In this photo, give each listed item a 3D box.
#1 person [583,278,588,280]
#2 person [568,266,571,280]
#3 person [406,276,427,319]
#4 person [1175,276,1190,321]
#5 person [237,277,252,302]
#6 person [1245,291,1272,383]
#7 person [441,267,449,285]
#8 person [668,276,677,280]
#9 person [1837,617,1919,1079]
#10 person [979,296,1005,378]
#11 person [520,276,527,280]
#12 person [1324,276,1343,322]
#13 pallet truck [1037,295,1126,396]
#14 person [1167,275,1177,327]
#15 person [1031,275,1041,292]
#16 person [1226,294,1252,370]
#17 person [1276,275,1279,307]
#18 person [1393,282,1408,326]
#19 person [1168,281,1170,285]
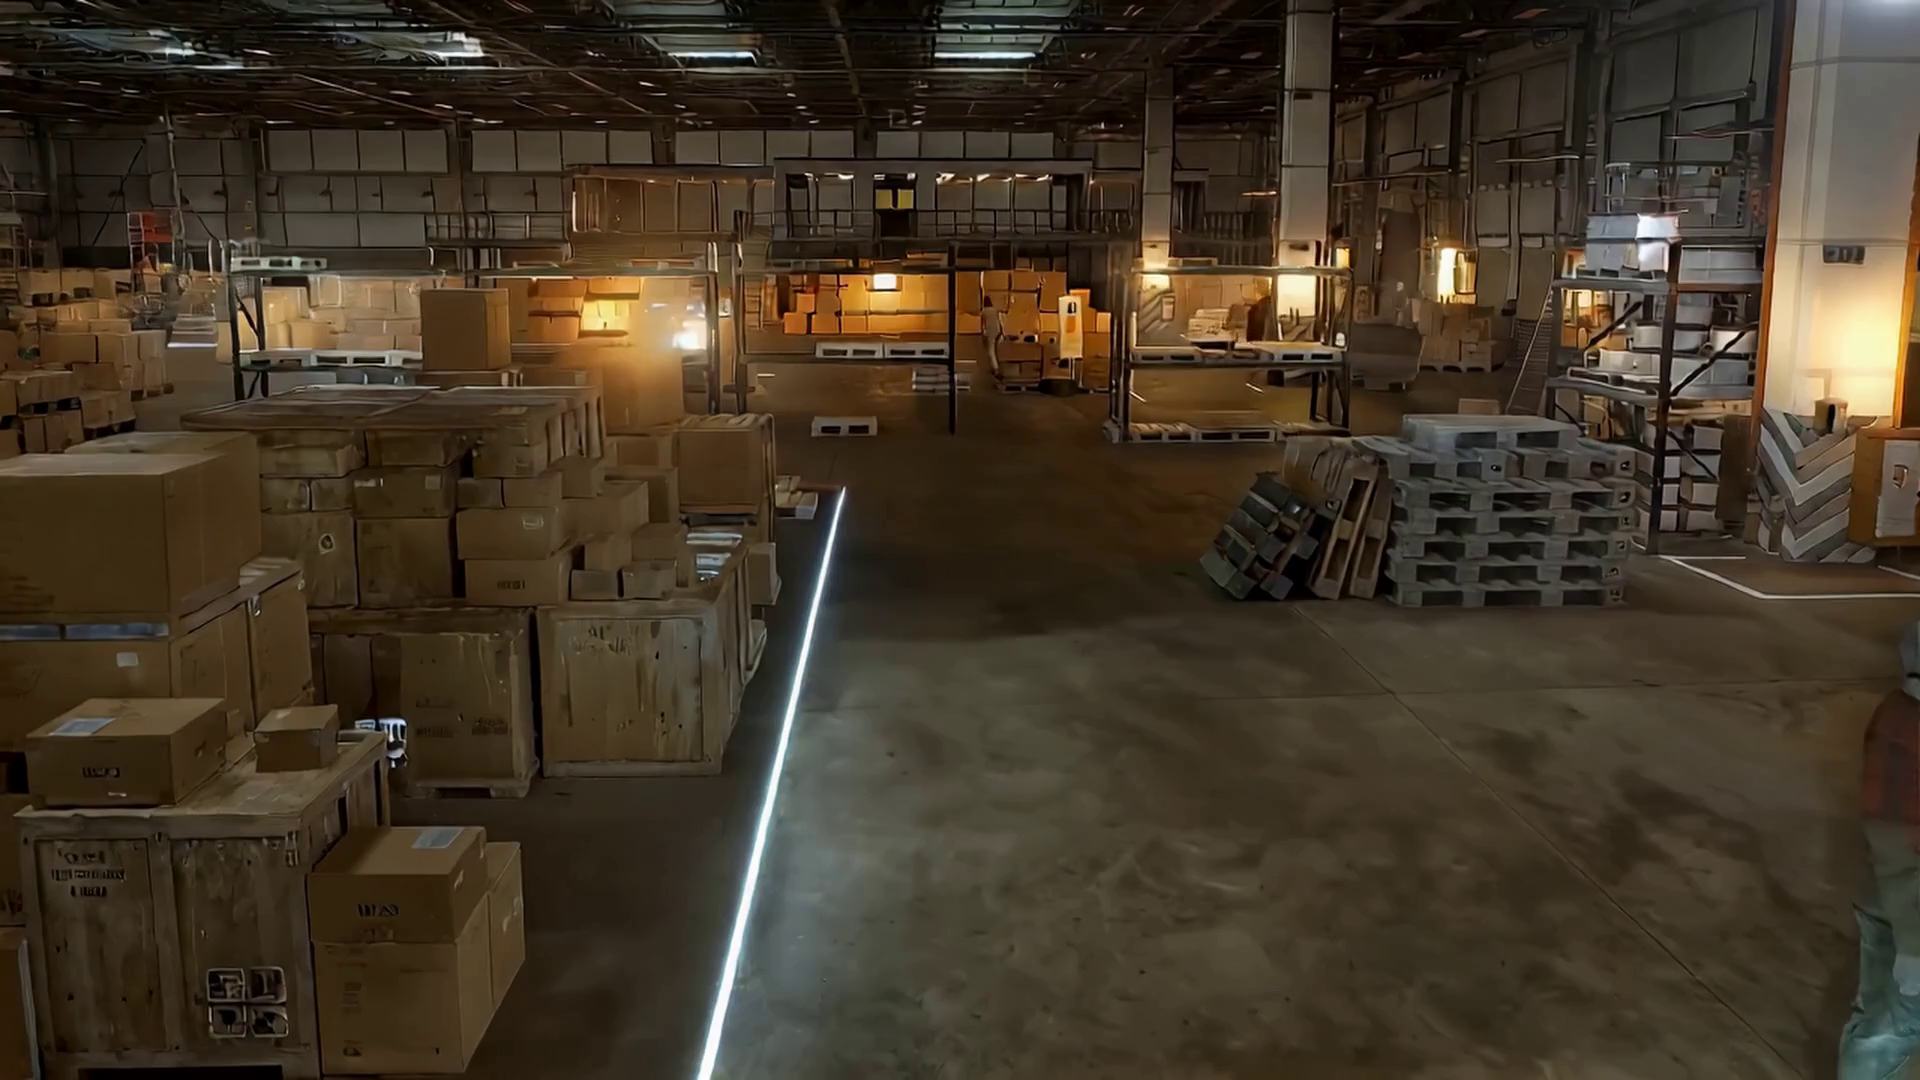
[{"bbox_3d":[-11.640,-7.237,52.088,1.035,1.881,0.640,-1,10,-4],"label":"person"},{"bbox_3d":[-17.858,-11.616,76.338,0.589,1.930,0.356,-9,14,-42],"label":"person"},{"bbox_3d":[-17.882,-7.821,54.891,0.684,2.000,1.036,3,11,15],"label":"person"},{"bbox_3d":[8.428,-9.281,63.925,0.916,1.723,0.538,10,14,43],"label":"person"},{"bbox_3d":[-26.232,-8.775,61.102,0.532,1.724,0.900,2,10,9],"label":"person"},{"bbox_3d":[6.470,-4.387,35.940,0.635,1.970,0.474,4,11,20],"label":"person"},{"bbox_3d":[-22.984,-11.234,74.340,0.342,1.882,0.587,-8,13,-37],"label":"person"},{"bbox_3d":[-9.117,-7.432,52.736,0.640,2.030,0.533,-5,11,-24],"label":"person"},{"bbox_3d":[2.943,1.157,5.155,0.361,1.938,0.635,5,12,28],"label":"person"},{"bbox_3d":[0.729,-4.549,37.269,0.539,1.831,0.896,-4,11,-20],"label":"person"},{"bbox_3d":[-14.958,-8.154,57.046,0.553,1.936,0.370,-2,10,-9],"label":"person"},{"bbox_3d":[12.876,-8.209,57.480,0.682,1.886,0.587,1,10,4],"label":"person"},{"bbox_3d":[2.483,-3.881,33.060,1.885,1.965,0.823,-7,13,-36],"label":"pallet truck"},{"bbox_3d":[7.547,-8.611,59.414,0.387,1.996,0.611,2,10,9],"label":"person"},{"bbox_3d":[2.536,-8.061,56.667,0.625,1.878,0.446,-7,12,-35],"label":"person"},{"bbox_3d":[6.709,-4.994,39.837,0.644,1.803,0.952,4,11,21],"label":"person"},{"bbox_3d":[13.786,-10.774,71.638,0.637,1.930,0.466,0,10,2],"label":"person"},{"bbox_3d":[14.906,-7.921,56.471,0.527,1.668,0.721,-3,11,-14],"label":"person"},{"bbox_3d":[7.751,-9.209,63.224,0.643,1.825,0.490,-8,13,-39],"label":"person"}]
